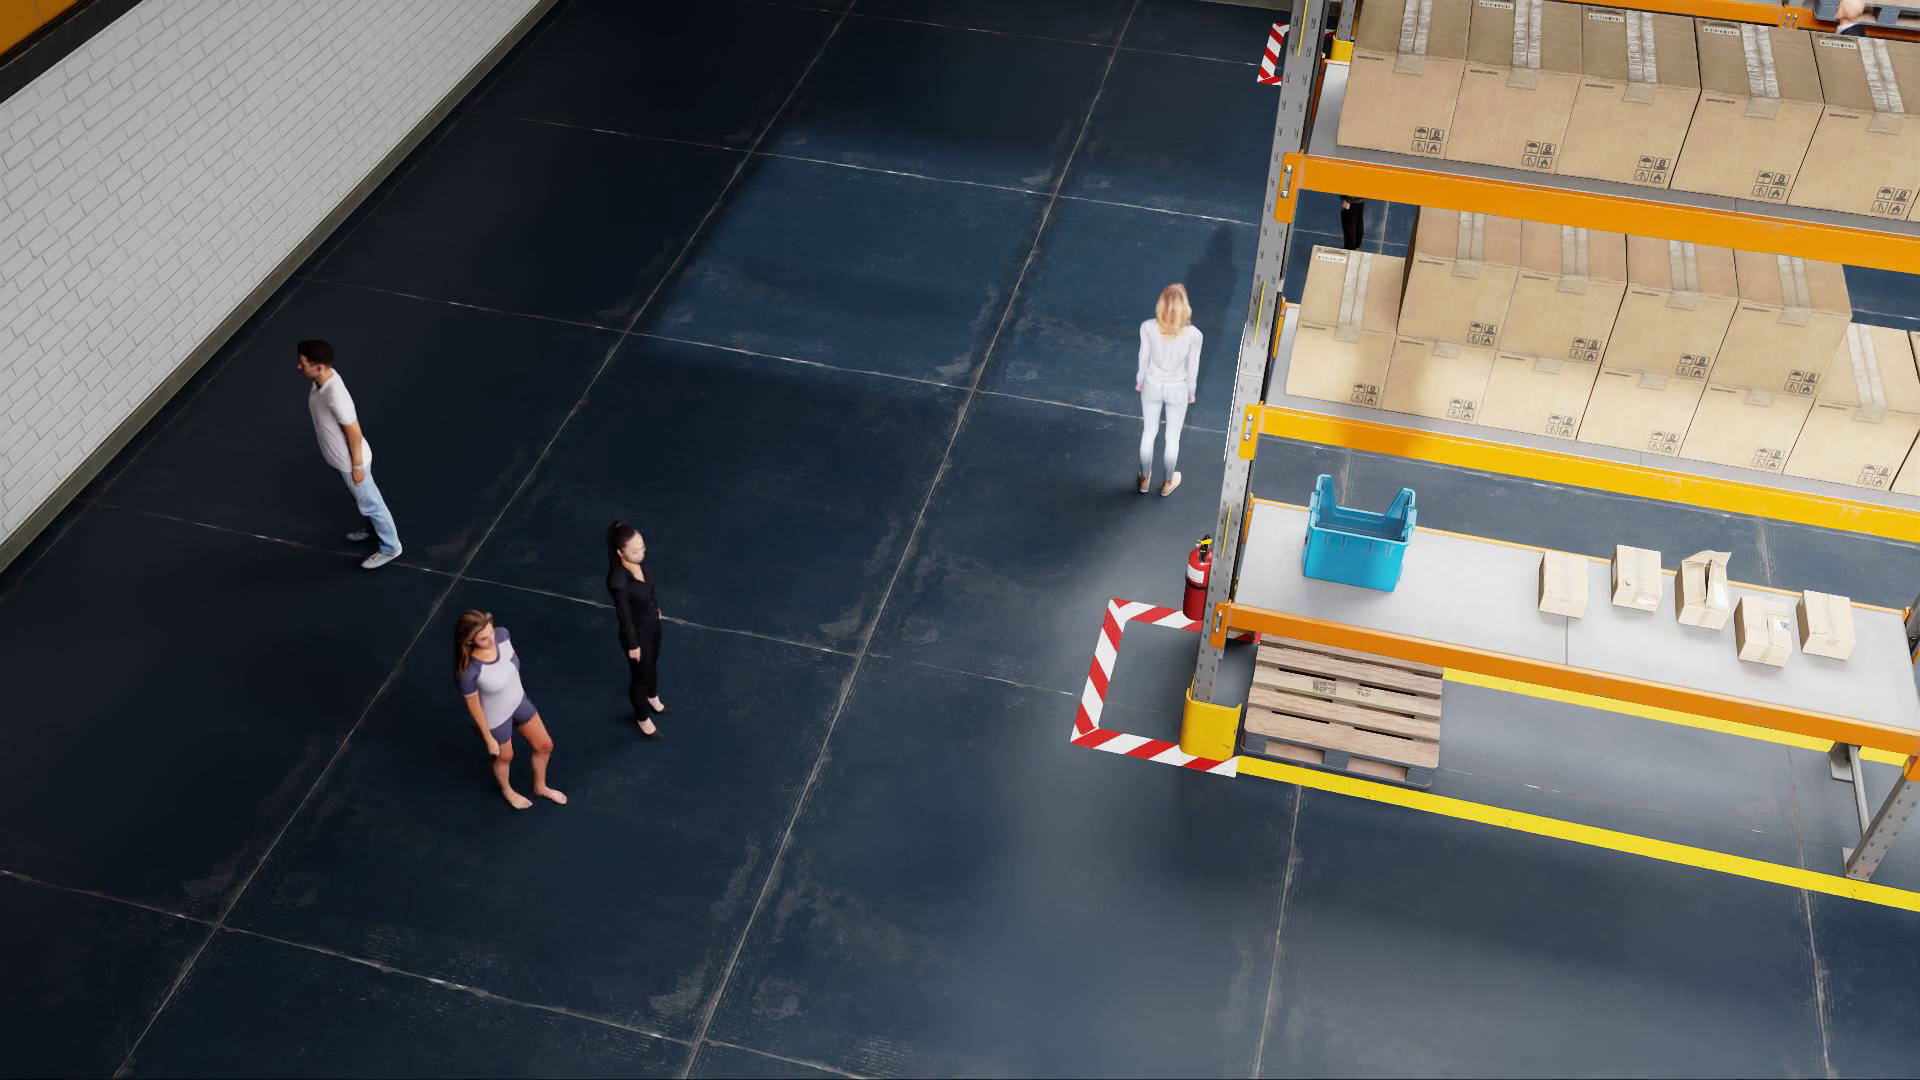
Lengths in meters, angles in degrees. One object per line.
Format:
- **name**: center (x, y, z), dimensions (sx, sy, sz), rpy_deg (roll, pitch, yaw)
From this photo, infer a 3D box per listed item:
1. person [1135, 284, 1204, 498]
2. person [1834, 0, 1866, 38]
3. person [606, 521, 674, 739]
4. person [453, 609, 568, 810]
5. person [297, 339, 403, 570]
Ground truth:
- **person**: center (1.470, -1.070, 11.913), dimensions (0.434, 1.795, 0.651), rpy_deg (12, 45, 12)
- **person**: center (7.819, -4.051, 15.042), dimensions (0.689, 1.797, 0.756), rpy_deg (25, 49, 24)
- **person**: center (-1.968, 0.558, 10.267), dimensions (0.480, 1.710, 0.585), rpy_deg (8, 44, 8)
- **person**: center (-2.777, 0.985, 9.816), dimensions (0.726, 1.713, 0.690), rpy_deg (21, 47, 20)
- **person**: center (-4.186, -0.609, 11.380), dimensions (0.796, 1.864, 0.738), rpy_deg (-22, 48, -21)
